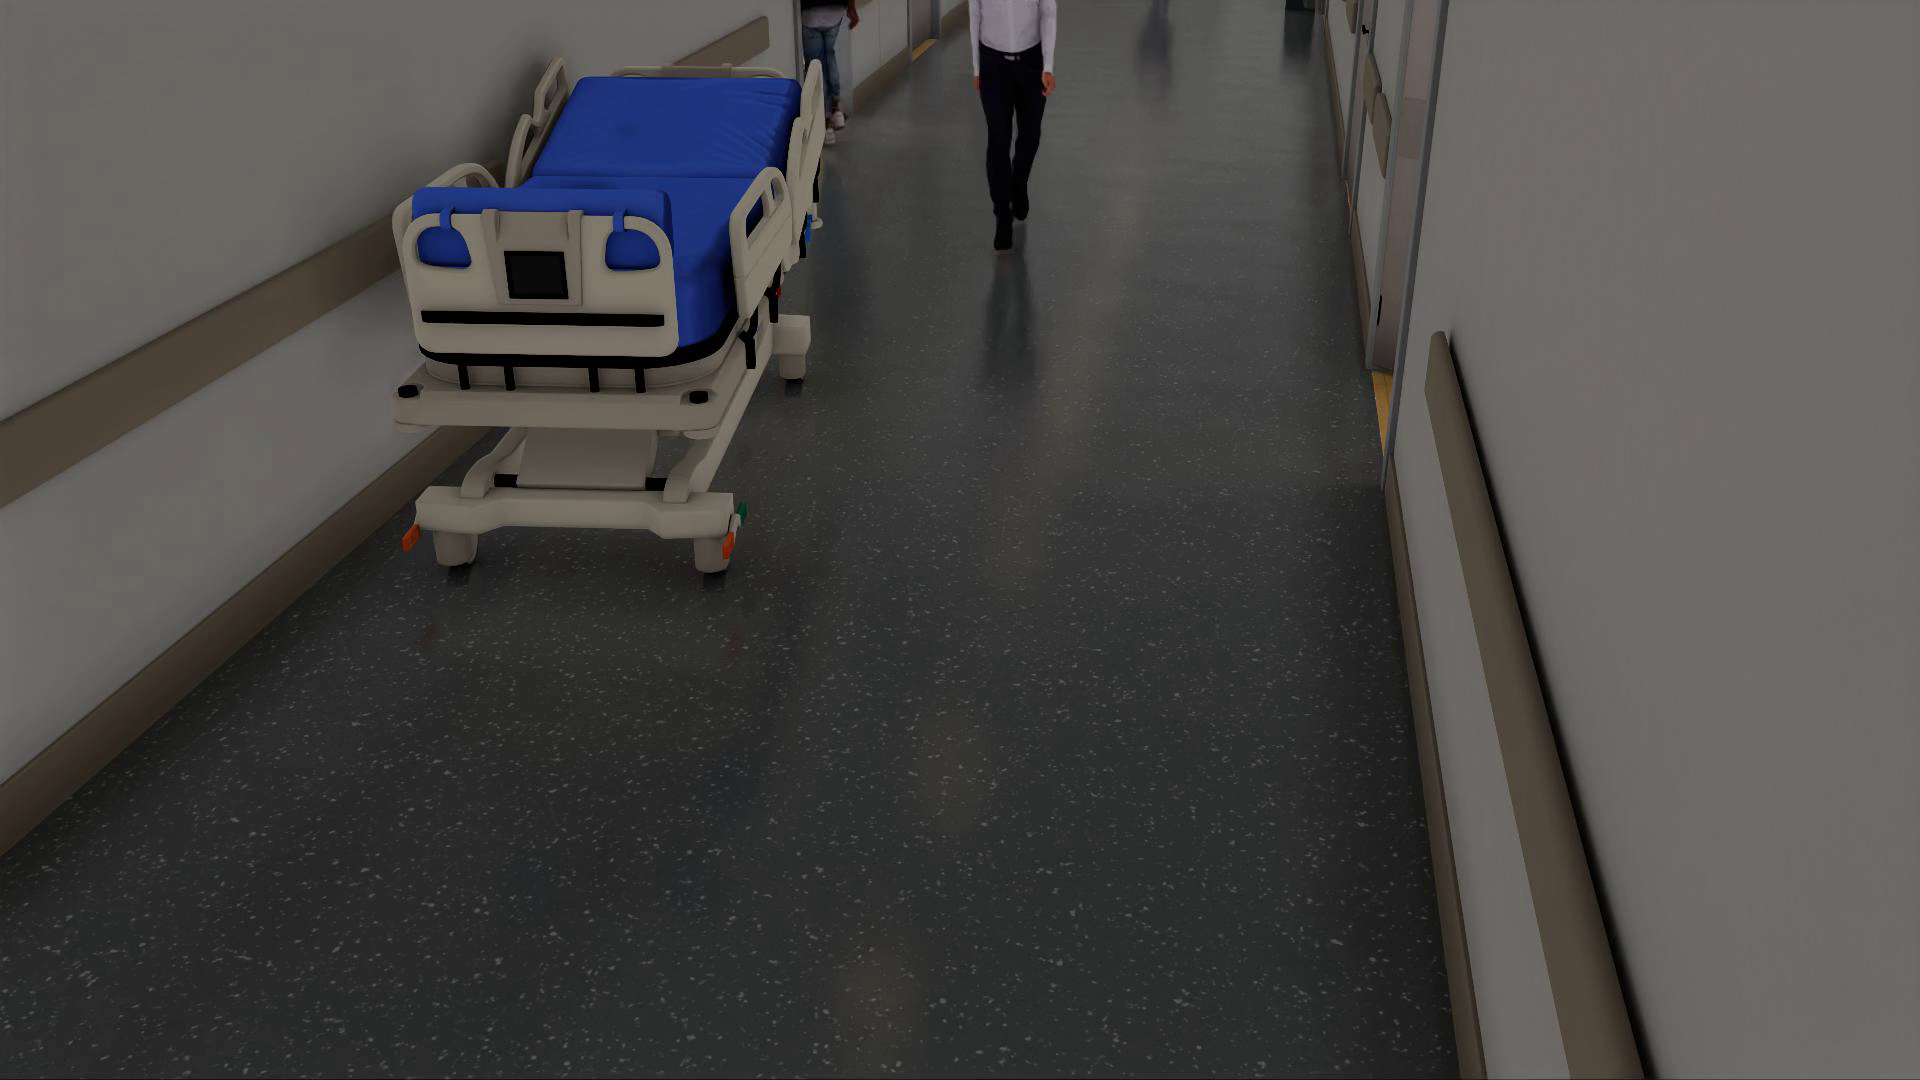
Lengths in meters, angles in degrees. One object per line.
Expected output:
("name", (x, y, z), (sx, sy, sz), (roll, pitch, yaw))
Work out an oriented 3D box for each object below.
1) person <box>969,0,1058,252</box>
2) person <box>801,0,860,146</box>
("person", (0.282, -2.548, 8.856), (1.225, 1.851, 0.852), (-1, 26, -2))
("person", (-0.907, -3.463, 10.840), (0.836, 1.774, 0.916), (-12, 28, -23))
